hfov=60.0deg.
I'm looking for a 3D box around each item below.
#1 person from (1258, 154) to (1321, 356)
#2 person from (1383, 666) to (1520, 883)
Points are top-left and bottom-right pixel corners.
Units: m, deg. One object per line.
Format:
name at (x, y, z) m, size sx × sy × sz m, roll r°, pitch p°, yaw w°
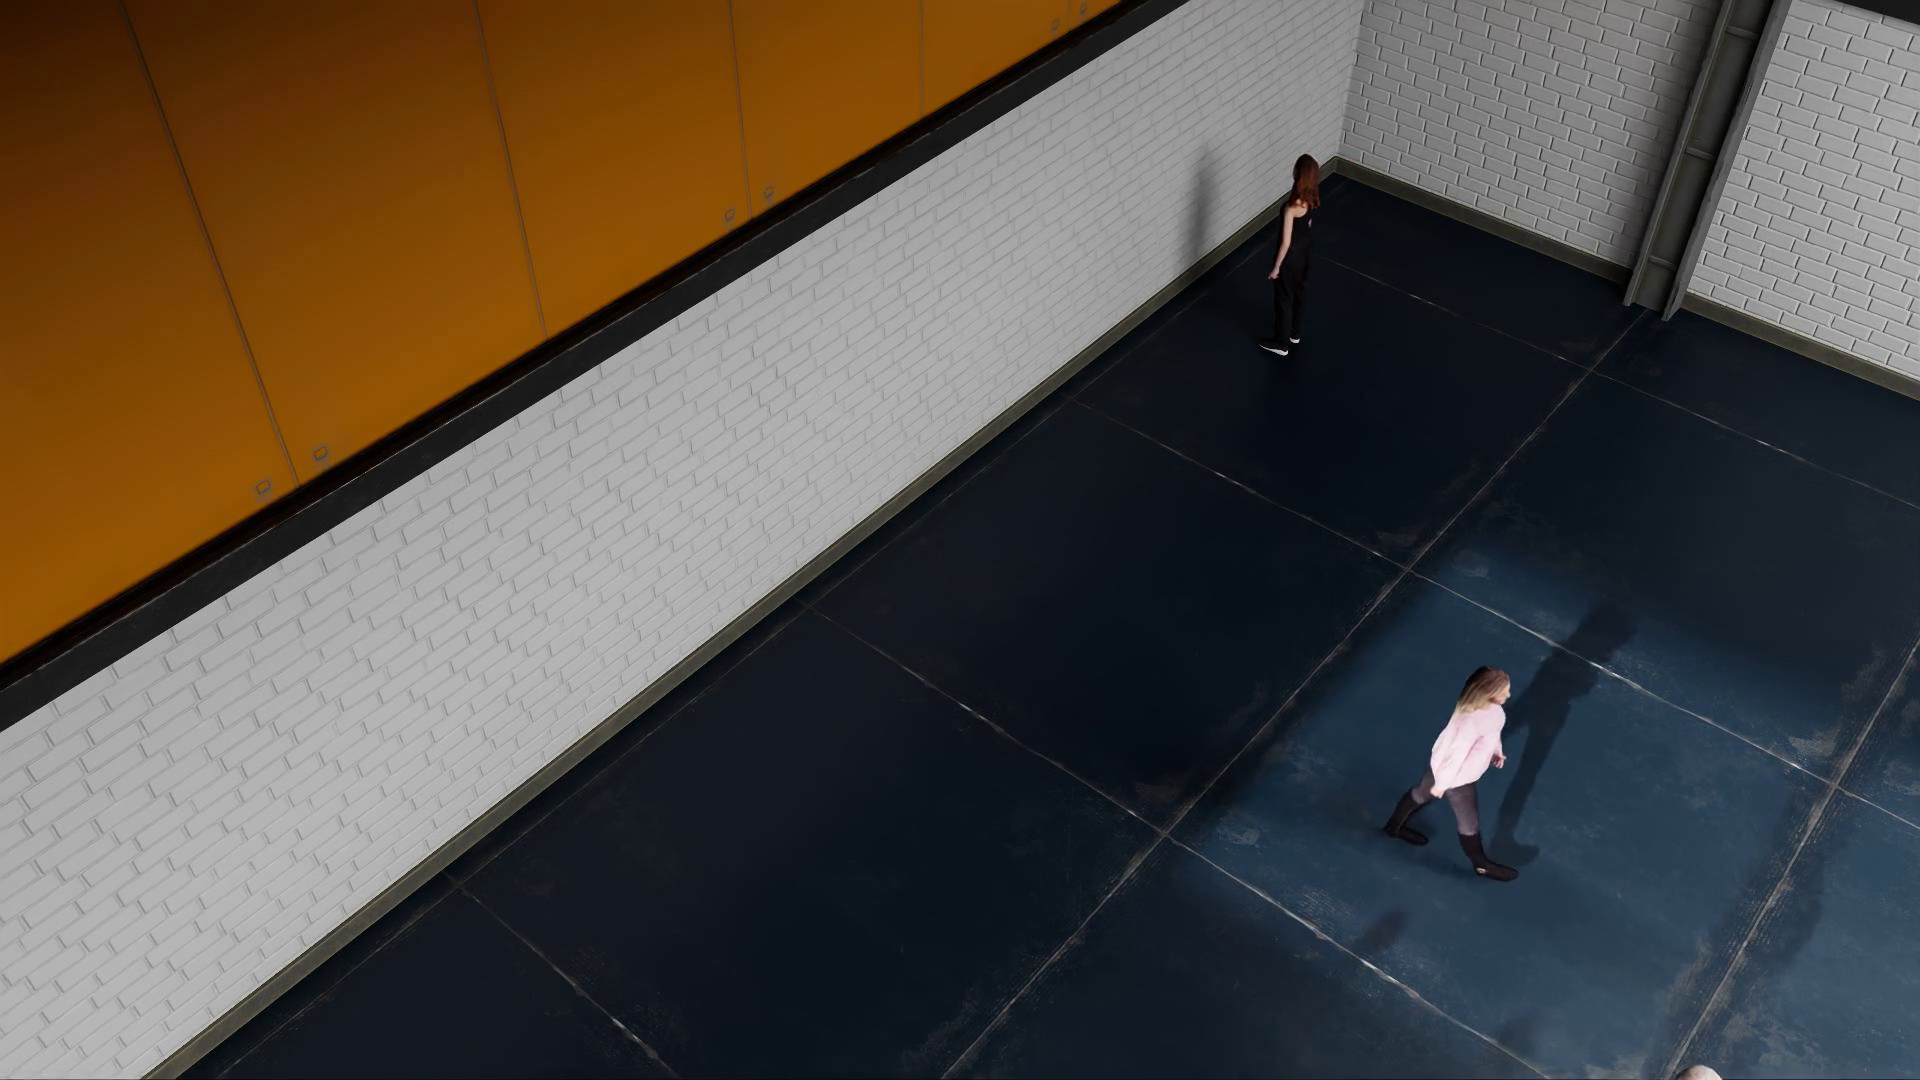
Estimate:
person at (2.641, -2.247, 13.108) m, size 0.507 × 1.747 × 0.571 m, roll 32°, pitch 52°, yaw 29°
person at (2.742, 1.262, 9.496) m, size 1.101 × 1.650 × 0.814 m, roll 16°, pitch 46°, yaw 16°
